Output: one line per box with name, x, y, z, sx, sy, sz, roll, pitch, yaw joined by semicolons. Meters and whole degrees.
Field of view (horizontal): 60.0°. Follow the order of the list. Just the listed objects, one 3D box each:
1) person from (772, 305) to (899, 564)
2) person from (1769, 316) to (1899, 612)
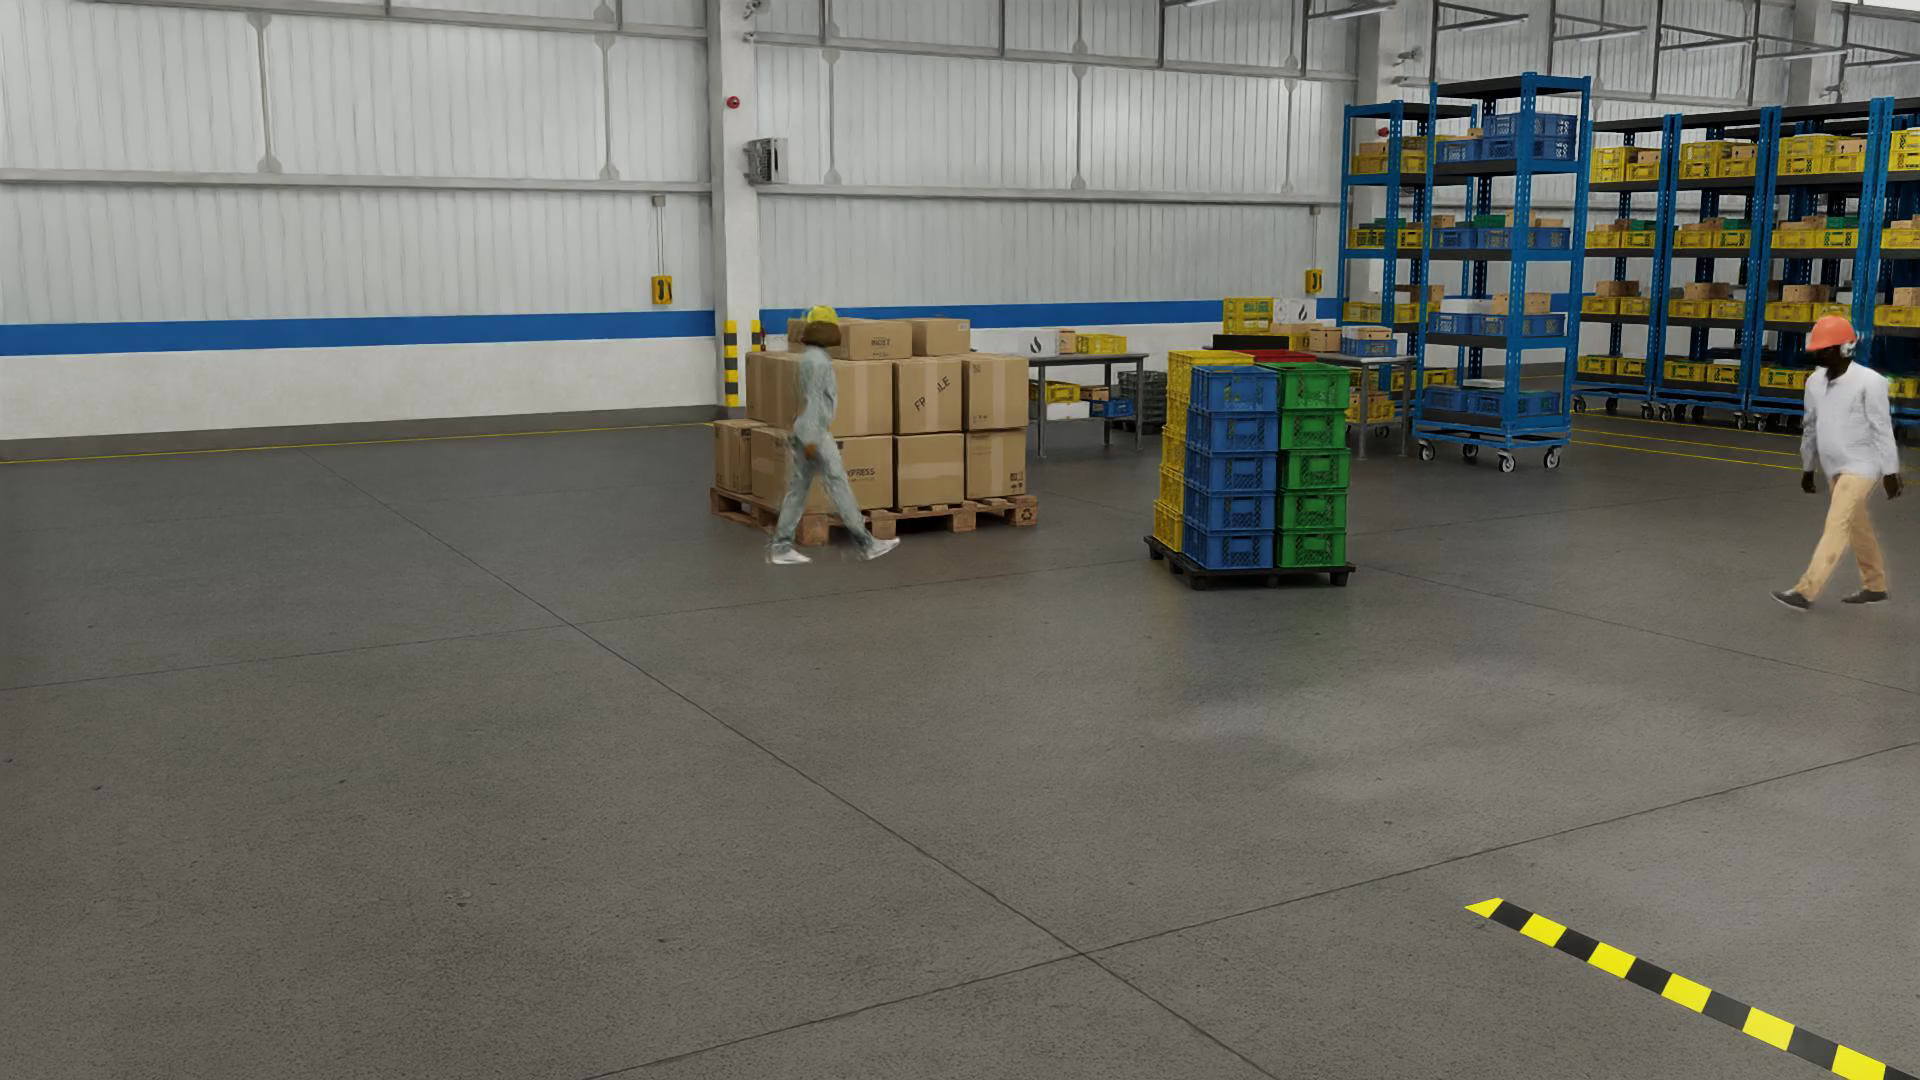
person;-0.844;-0.679;10.878;0.880;1.681;0.521;-3;10;-14
person;5.027;-0.431;9.505;0.866;1.680;0.587;-2;10;-9
